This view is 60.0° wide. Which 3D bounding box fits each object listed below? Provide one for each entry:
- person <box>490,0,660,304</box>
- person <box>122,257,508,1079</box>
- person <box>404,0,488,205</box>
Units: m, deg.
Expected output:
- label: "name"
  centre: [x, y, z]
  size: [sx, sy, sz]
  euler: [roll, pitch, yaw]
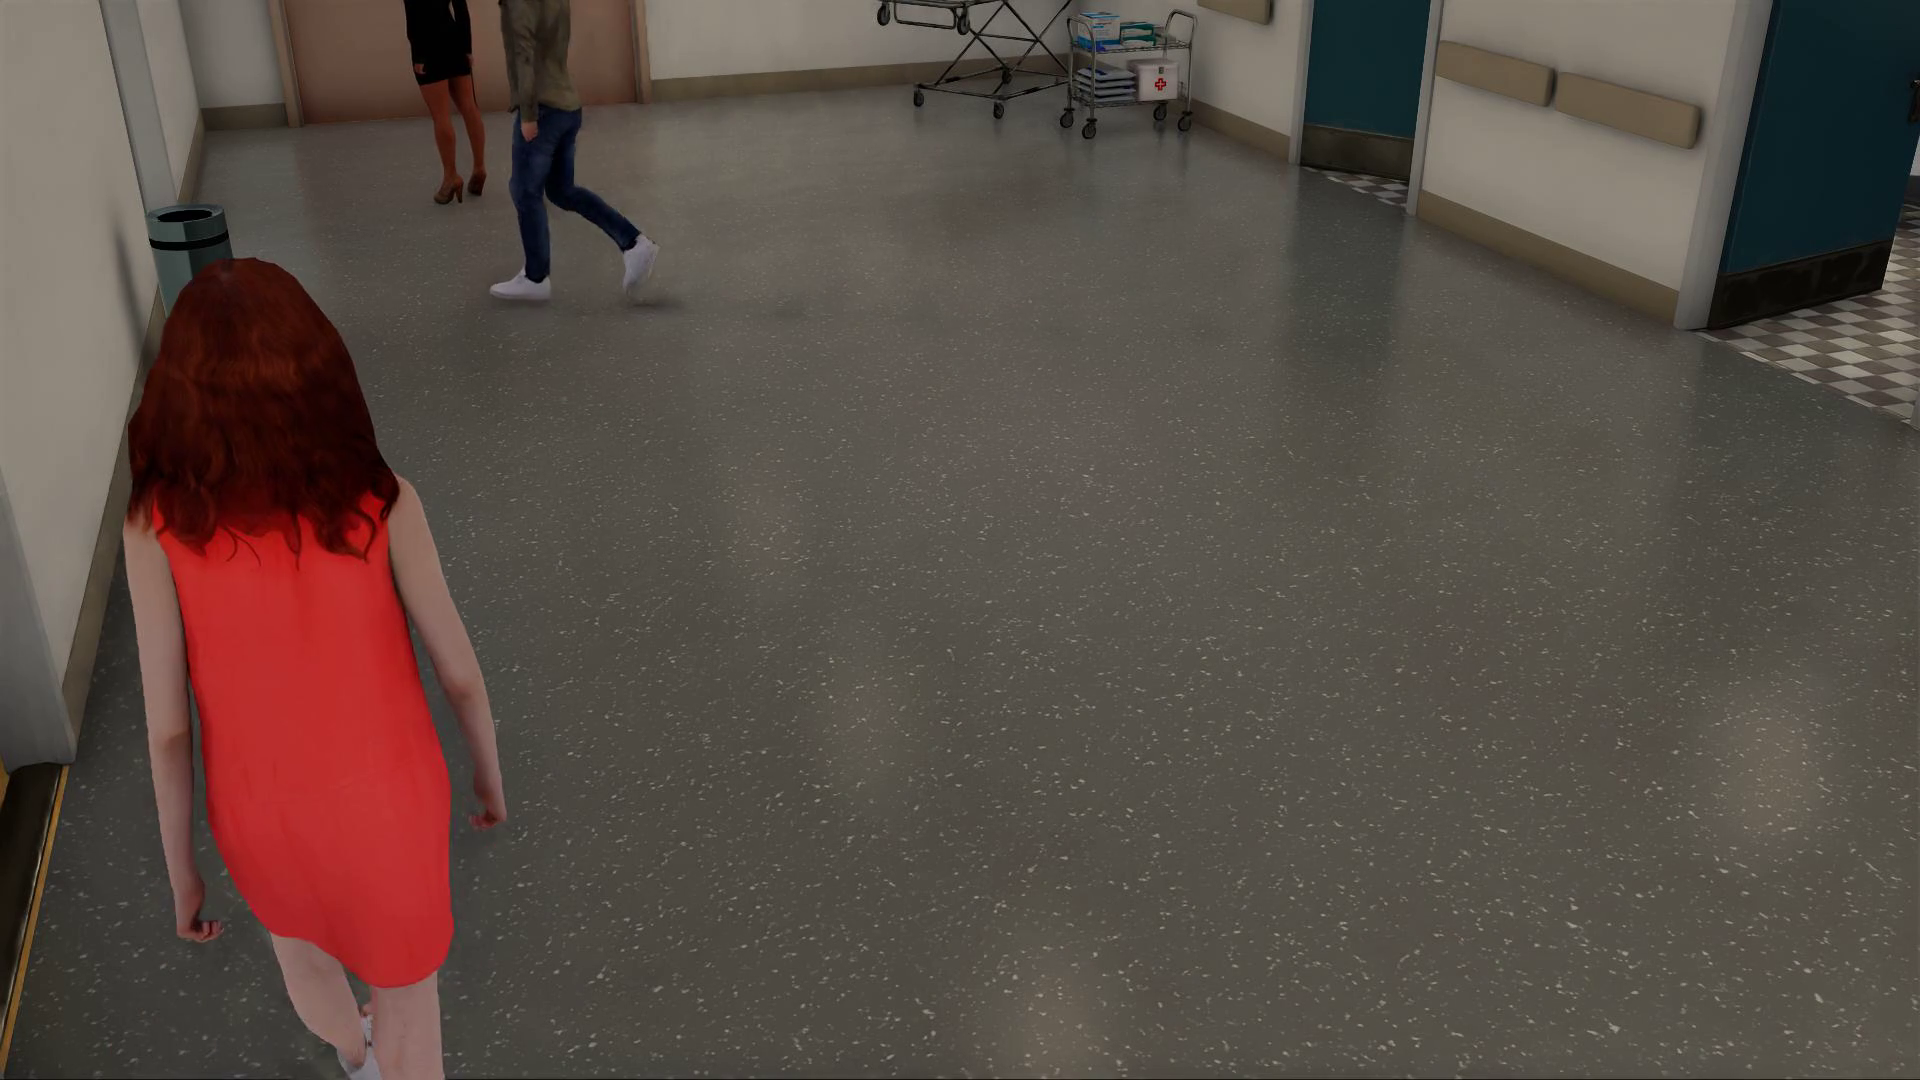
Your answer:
- label: "person"
  centre: [-1.813, -1.965, 7.601]
  size: [1.054, 1.844, 1.124]
  euler: [2, 26, 5]
- label: "person"
  centre: [-0.947, 0.516, 2.516]
  size: [0.696, 1.792, 1.055]
  euler: [-7, 27, -14]
- label: "person"
  centre: [-2.949, -2.753, 9.470]
  size: [0.749, 1.639, 0.692]
  euler: [16, 30, 30]
